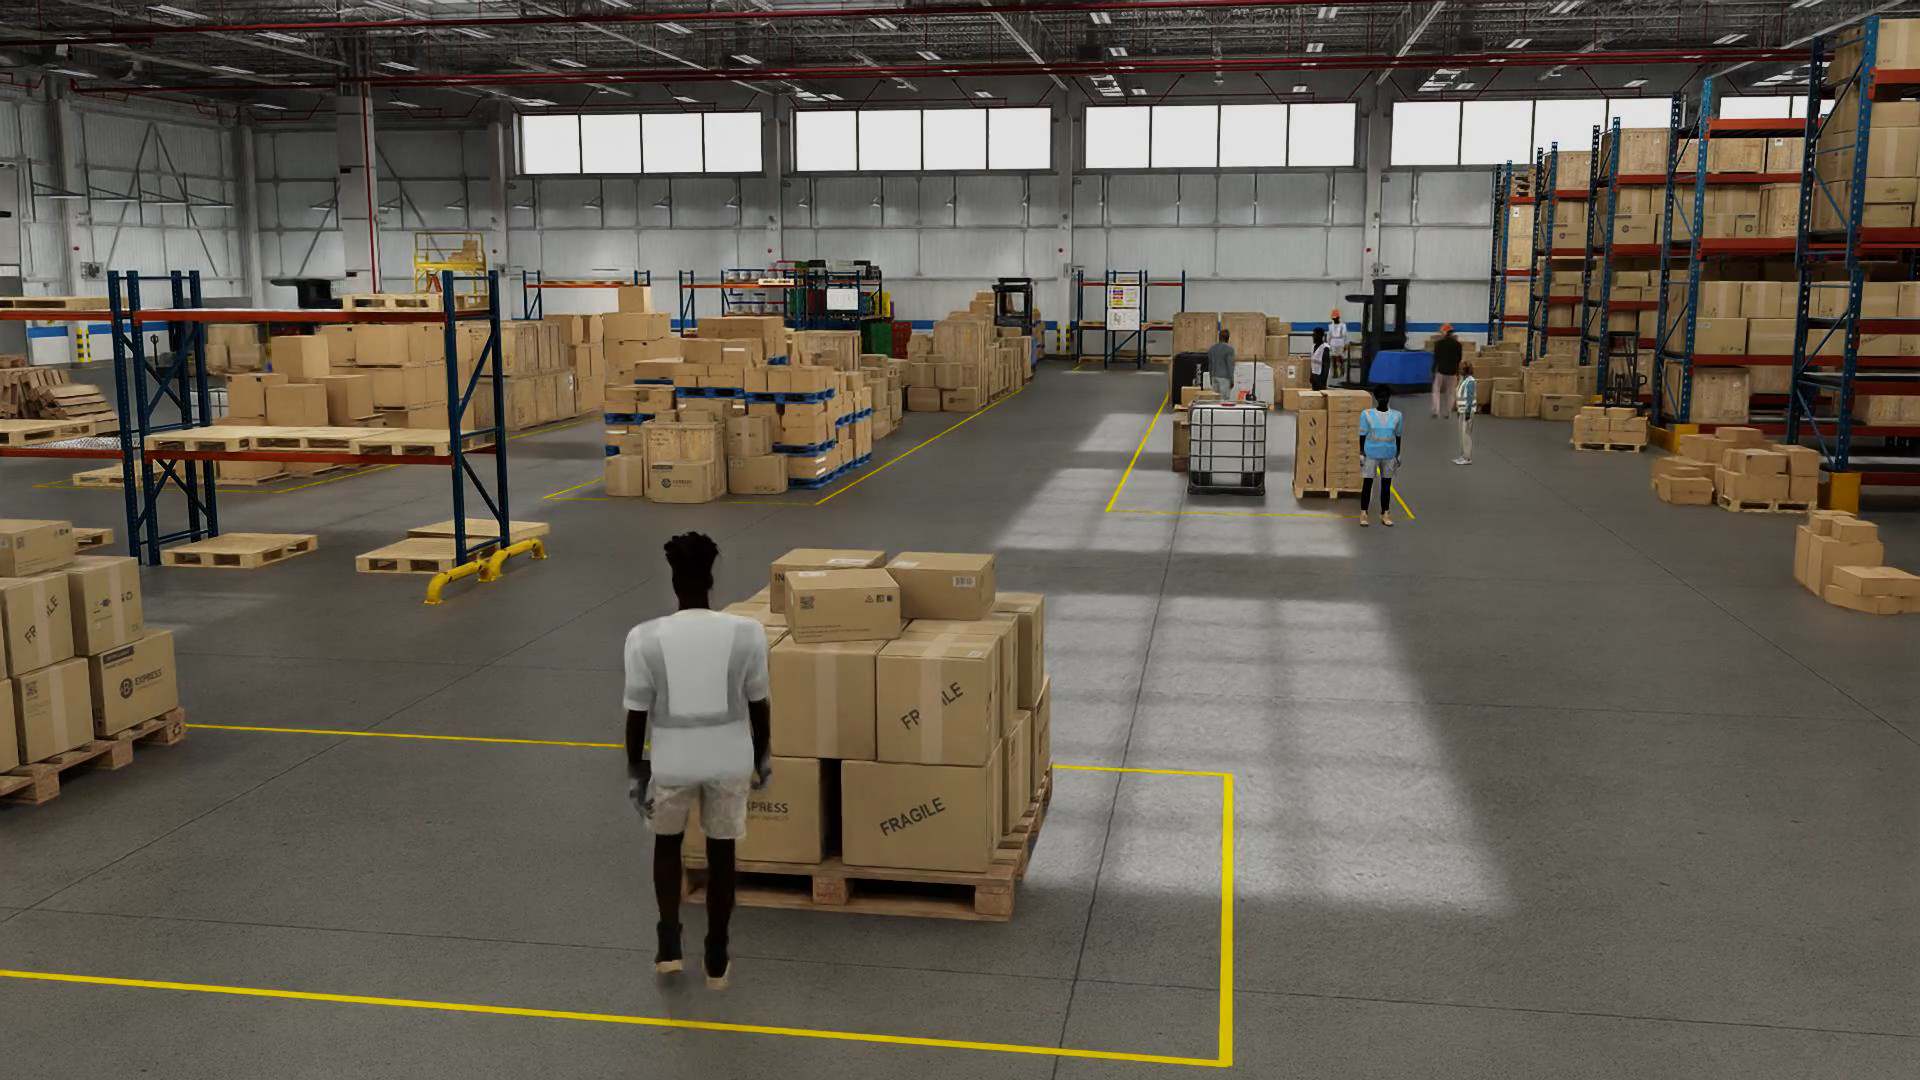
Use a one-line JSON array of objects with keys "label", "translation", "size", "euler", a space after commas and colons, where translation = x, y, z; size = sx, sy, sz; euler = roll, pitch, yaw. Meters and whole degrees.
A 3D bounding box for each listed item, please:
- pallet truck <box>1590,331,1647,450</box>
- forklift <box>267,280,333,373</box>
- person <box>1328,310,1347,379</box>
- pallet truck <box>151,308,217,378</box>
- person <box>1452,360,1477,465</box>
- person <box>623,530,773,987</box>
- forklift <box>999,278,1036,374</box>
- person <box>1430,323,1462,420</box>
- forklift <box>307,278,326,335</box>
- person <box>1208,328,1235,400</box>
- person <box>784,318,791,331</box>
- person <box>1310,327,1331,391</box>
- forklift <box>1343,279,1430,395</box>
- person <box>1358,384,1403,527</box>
[{"label": "pallet truck", "translation": [11.253, -2.573, 28.499], "size": [0.823, 1.965, 1.885], "euler": [5, 10, 27]}, {"label": "forklift", "translation": [-13.914, -4.220, 35.940], "size": [1.873, 2.768, 1.129], "euler": [1, 9, 9]}, {"label": "person", "translation": [10.570, -5.478, 46.661], "size": [0.568, 1.915, 0.421], "euler": [6, 11, 35]}, {"label": "pallet truck", "translation": [-21.869, -5.598, 47.154], "size": [0.823, 1.965, 1.885], "euler": [4, 10, 26]}, {"label": "person", "translation": [7.917, -1.994, 26.057], "size": [0.324, 1.630, 0.523], "euler": [0, 9, 0]}, {"label": "person", "translation": [-1.102, 0.923, 7.066], "size": [0.624, 1.949, 0.464], "euler": [-1, 9, -9]}, {"label": "forklift", "translation": [1.597, -6.199, 48.145], "size": [1.129, 2.768, 1.873], "euler": [1, 9, 9]}, {"label": "person", "translation": [9.840, -3.395, 33.670], "size": [0.683, 1.971, 0.474], "euler": [-2, 9, -14]}, {"label": "forklift", "translation": [-16.718, -5.419, 43.336], "size": [1.873, 2.768, 1.129], "euler": [-3, 10, -17]}, {"label": "person", "translation": [5.010, -3.087, 31.880], "size": [0.366, 1.931, 0.630], "euler": [-7, 12, -38]}, {"label": "person", "translation": [-4.276, -4.456, 40.469], "size": [0.643, 1.897, 1.012], "euler": [3, 10, 18]}, {"label": "person", "translation": [7.132, -3.258, 32.965], "size": [0.372, 1.917, 0.596], "euler": [-2, 10, -15]}, {"label": "forklift", "translation": [10.497, -4.988, 40.680], "size": [1.129, 2.768, 1.873], "euler": [-6, 11, -31]}, {"label": "person", "translation": [4.976, -0.998, 19.709], "size": [0.533, 1.697, 0.319], "euler": [0, 9, -1]}]
